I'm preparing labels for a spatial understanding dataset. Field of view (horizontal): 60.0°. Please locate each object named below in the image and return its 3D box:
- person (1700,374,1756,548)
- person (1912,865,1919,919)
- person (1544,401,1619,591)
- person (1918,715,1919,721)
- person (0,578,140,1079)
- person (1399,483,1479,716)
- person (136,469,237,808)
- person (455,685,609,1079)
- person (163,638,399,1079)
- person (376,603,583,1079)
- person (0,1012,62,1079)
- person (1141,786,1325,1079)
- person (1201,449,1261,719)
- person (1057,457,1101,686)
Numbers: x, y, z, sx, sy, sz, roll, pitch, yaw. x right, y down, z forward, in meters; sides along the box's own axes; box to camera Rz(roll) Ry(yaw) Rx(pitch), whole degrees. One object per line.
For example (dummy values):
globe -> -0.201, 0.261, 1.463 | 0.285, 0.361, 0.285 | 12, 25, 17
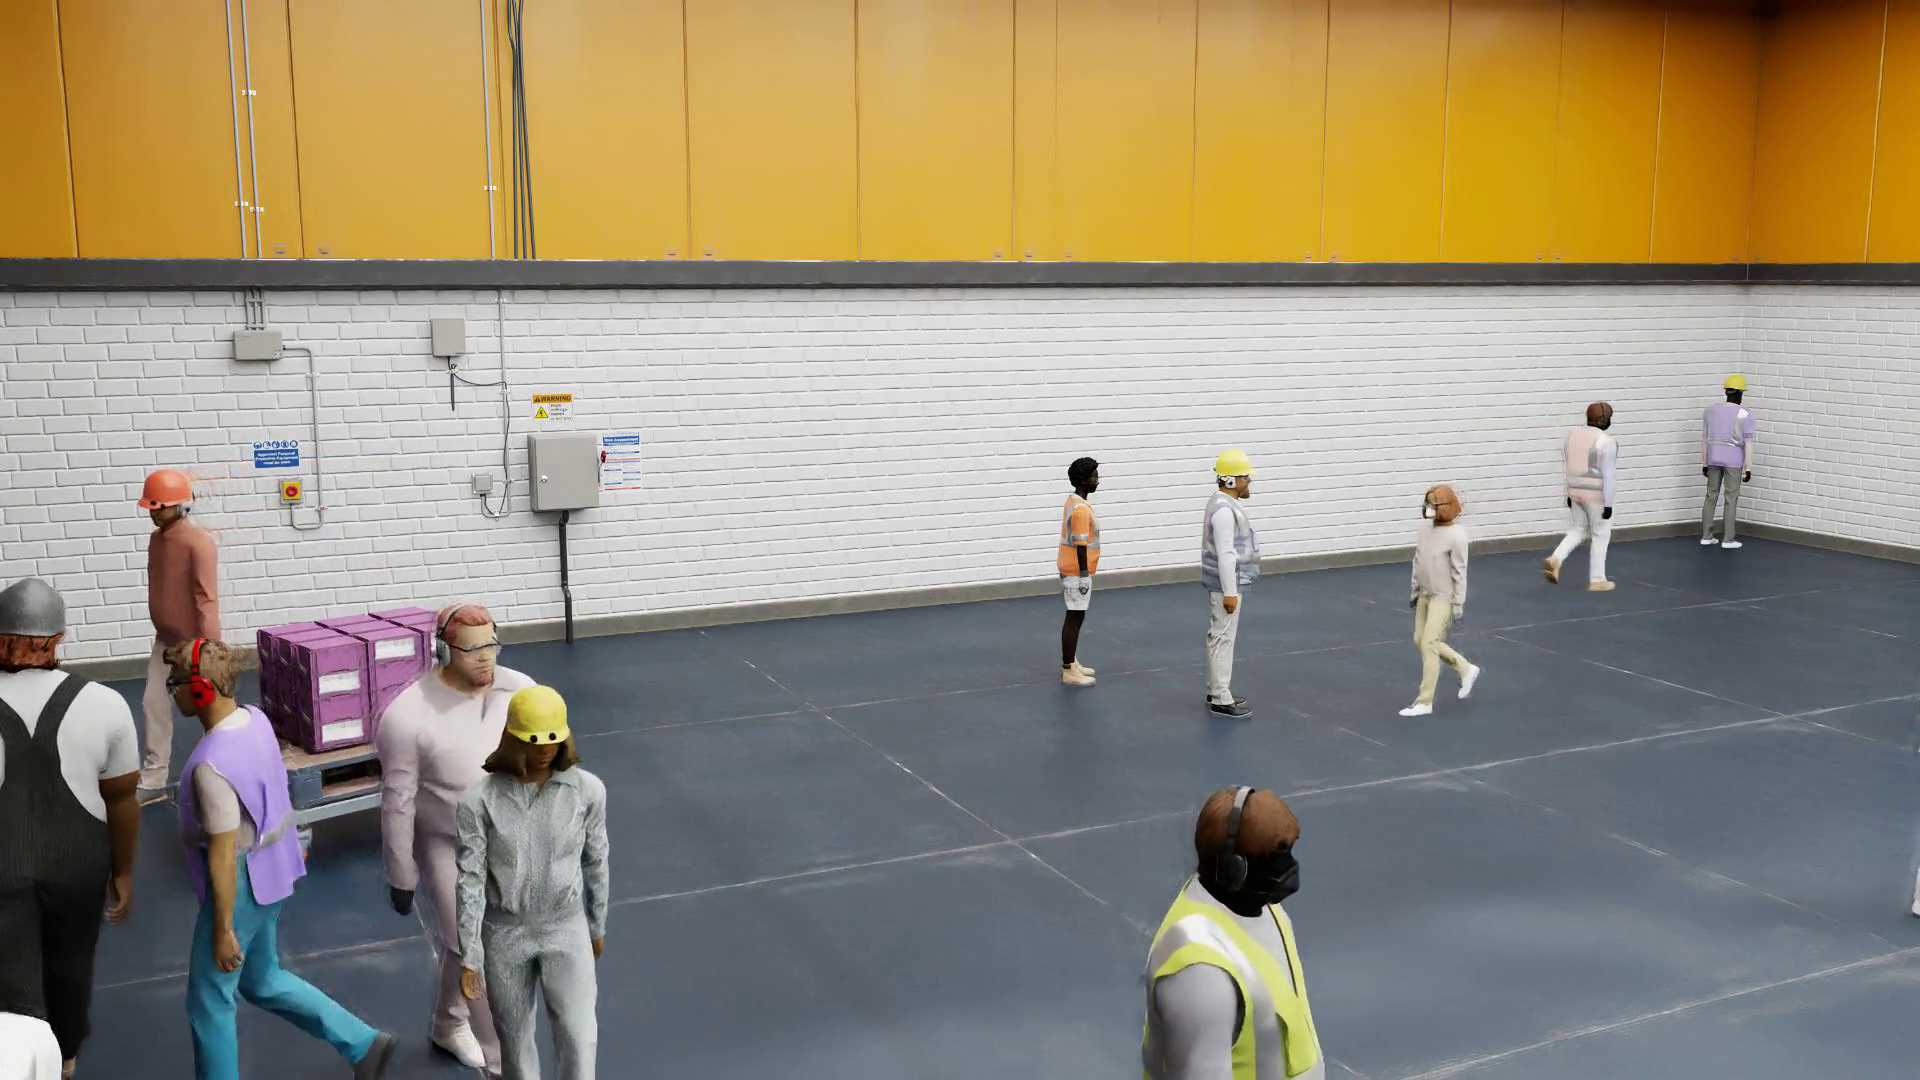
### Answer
person -> 8.461, -0.865, 18.333 | 0.390, 1.919, 0.581 | -8, 12, -39
person -> 4.627, 1.008, 7.607 | 0.425, 1.613, 0.580 | 7, 11, 35
person -> 5.940, -0.407, 15.767 | 0.632, 1.820, 0.636 | -4, 10, -23
person -> 6.621, 0.351, 10.993 | 0.335, 1.845, 0.513 | 1, 9, 5
person -> -3.272, 1.087, 5.827 | 0.689, 2.000, 1.060 | -7, 11, -36
person -> 3.324, 0.402, 11.383 | 0.591, 1.612, 0.522 | -3, 10, -17
person -> -4.384, 0.537, 9.573 | 0.637, 1.956, 0.923 | 7, 12, 37
person -> -1.367, 1.323, 5.385 | 0.496, 1.712, 0.807 | -3, 10, -17
person -> -2.410, 1.218, 5.743 | 0.747, 1.818, 0.567 | -1, 9, -8
person -> -1.729, 1.139, 6.070 | 0.987, 1.853, 0.658 | 8, 12, 39
person -> -2.136, 1.577, 3.402 | 0.585, 1.852, 0.926 | -7, 11, -36
person -> 0.649, 1.476, 4.068 | 0.458, 1.826, 0.649 | 4, 10, 21
person -> 1.851, 0.290, 11.406 | 0.403, 1.835, 0.588 | 1, 9, 6
person -> 0.879, 0.225, 12.262 | 0.321, 1.689, 0.530 | 0, 9, -2
